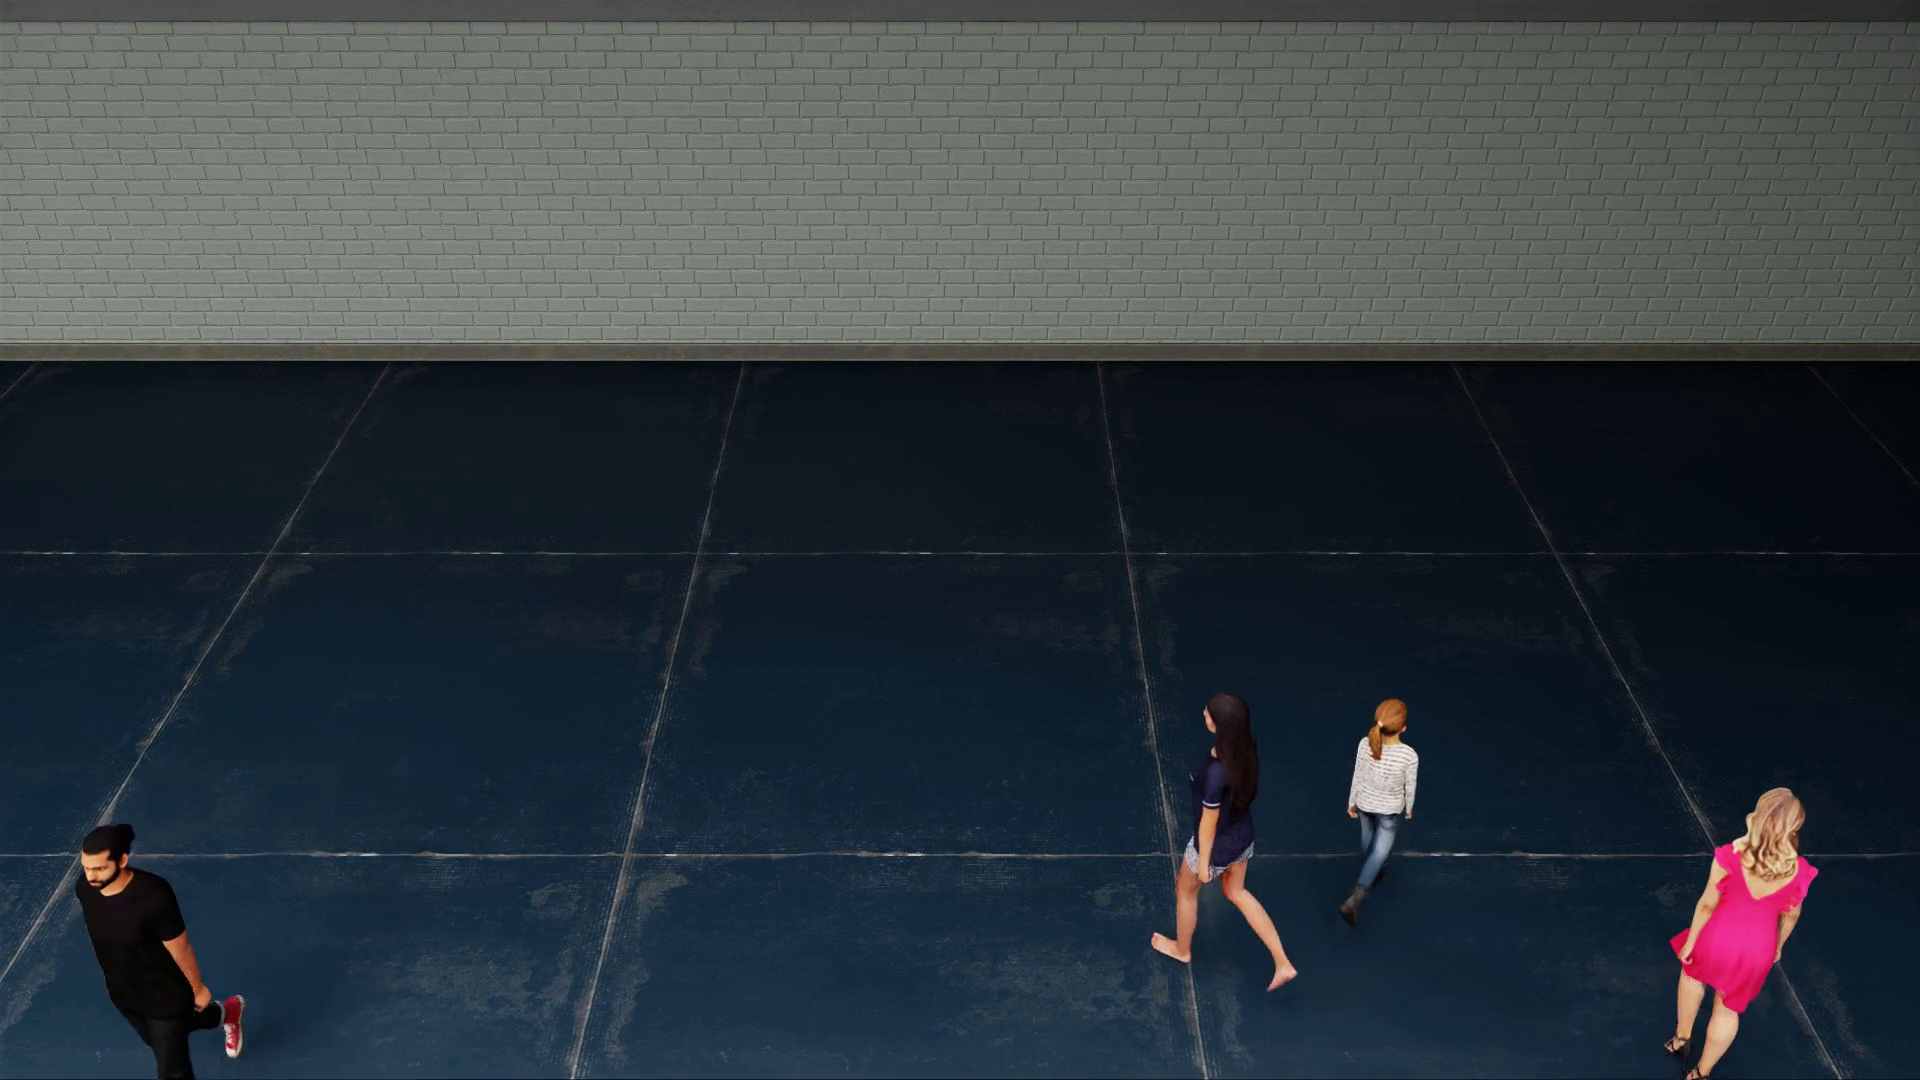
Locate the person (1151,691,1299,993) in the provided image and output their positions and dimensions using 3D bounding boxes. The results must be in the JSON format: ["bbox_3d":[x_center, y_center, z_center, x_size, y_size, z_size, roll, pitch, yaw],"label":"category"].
[{"bbox_3d":[1.320,1.473,7.914,1.043,1.741,0.997,27,41,35],"label":"person"}]

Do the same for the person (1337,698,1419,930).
[{"bbox_3d":[2.106,1.397,8.437,0.766,1.297,0.917,20,38,27],"label":"person"}]

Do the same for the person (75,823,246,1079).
[{"bbox_3d":[-3.482,1.889,7.279,0.823,1.736,1.128,9,34,13],"label":"person"}]

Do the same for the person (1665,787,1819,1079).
[{"bbox_3d":[3.422,1.856,7.349,0.677,1.714,0.712,9,34,14],"label":"person"}]
